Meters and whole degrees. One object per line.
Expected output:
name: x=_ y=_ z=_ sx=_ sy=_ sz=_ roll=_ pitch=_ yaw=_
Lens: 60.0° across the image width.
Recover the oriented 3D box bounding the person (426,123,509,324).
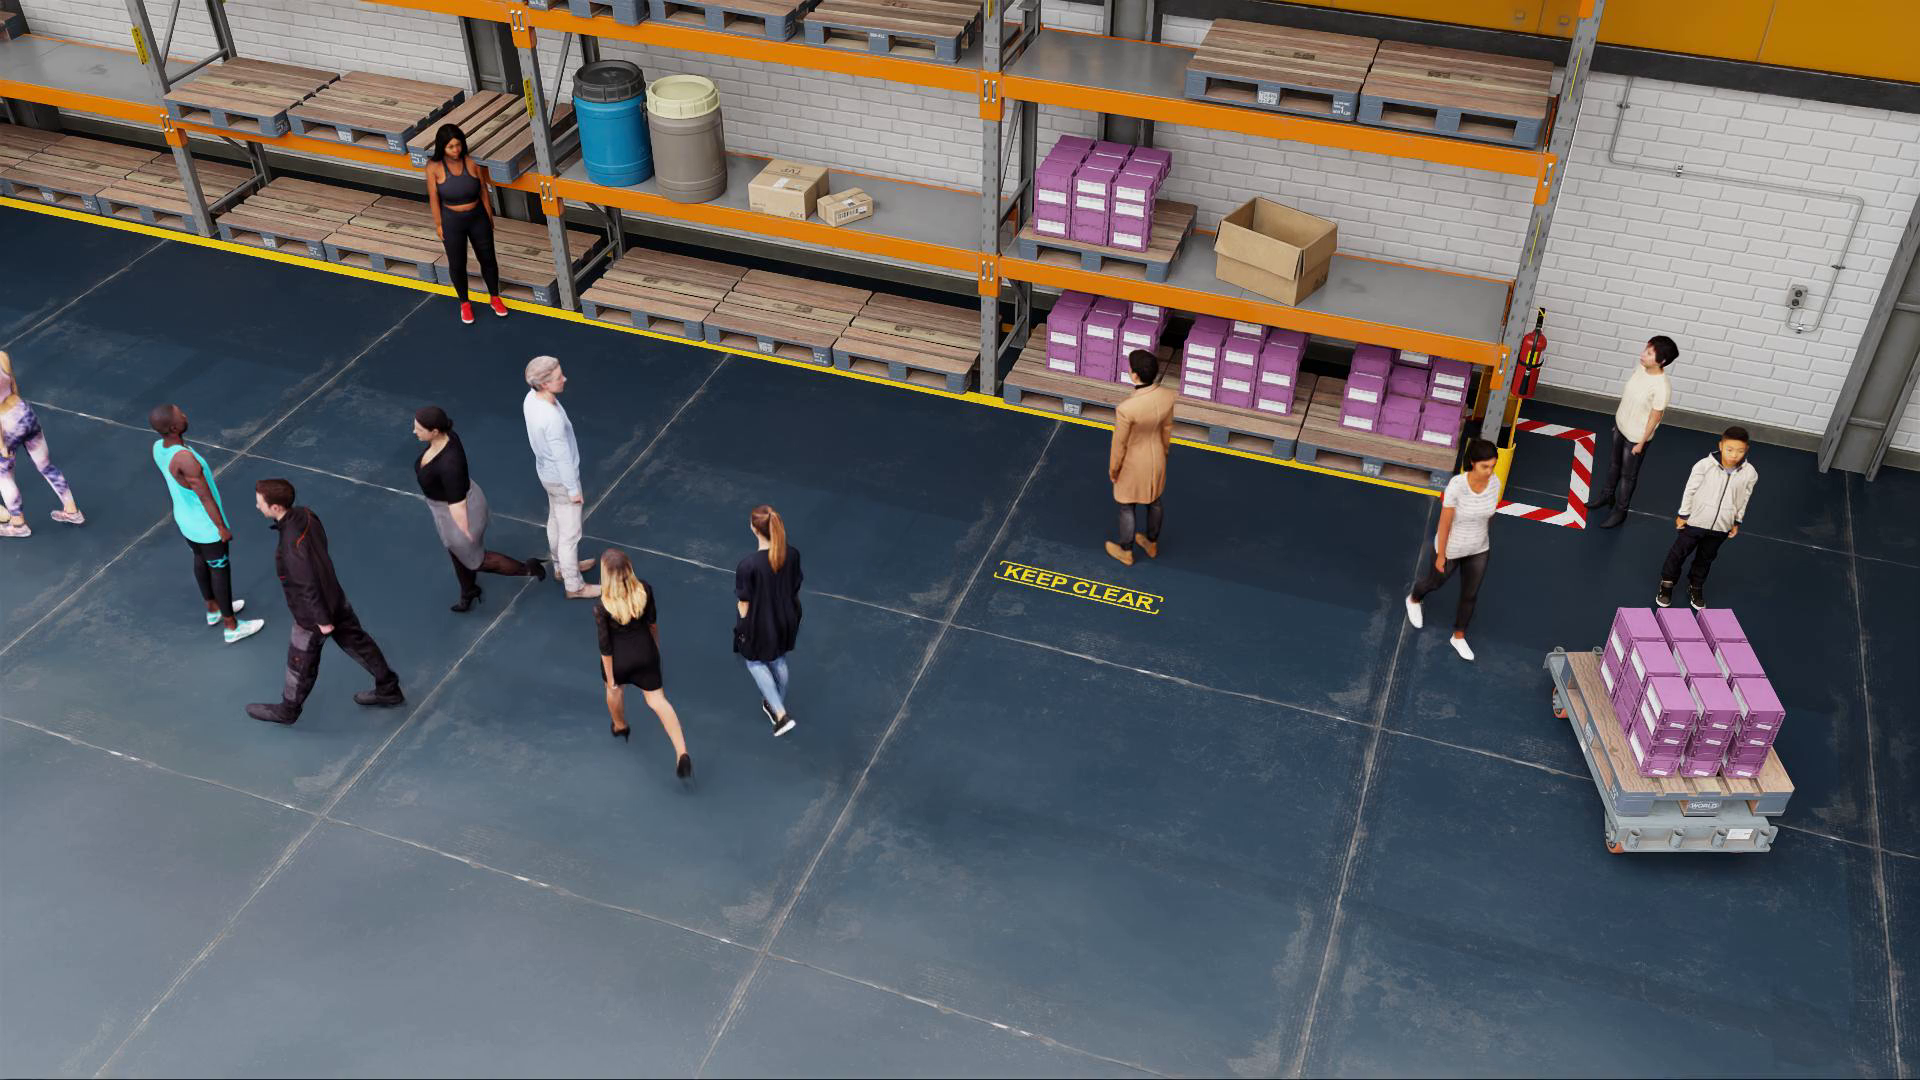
person: x=-4.288 y=-2.764 z=14.389 sx=0.767 sy=1.815 sz=0.827 roll=-16 pitch=41 yaw=-19

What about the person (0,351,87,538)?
person: x=-6.737 y=-0.788 z=11.962 sx=0.840 sy=1.756 sz=0.674 roll=6 pitch=39 yaw=7

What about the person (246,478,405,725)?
person: x=-3.927 y=0.409 z=10.381 sx=1.275 sy=1.858 sz=1.037 roll=-4 pitch=39 yaw=-5

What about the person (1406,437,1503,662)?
person: x=3.292 y=0.000 z=11.073 sx=0.915 sy=1.633 sz=0.910 roll=-9 pitch=39 yaw=-11

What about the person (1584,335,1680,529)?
person: x=4.908 y=-0.797 z=12.109 sx=0.636 sy=1.587 sz=0.656 roll=-4 pitch=39 yaw=-6

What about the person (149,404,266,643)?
person: x=-5.071 y=-0.116 z=11.082 sx=0.595 sy=1.804 sz=0.724 roll=29 pitch=47 yaw=32

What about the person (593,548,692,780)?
person: x=-1.935 y=0.784 z=10.083 sx=0.924 sy=1.643 sz=1.133 roll=-27 pitch=46 yaw=-29

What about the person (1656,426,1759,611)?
person: x=5.142 y=-0.165 z=11.423 sx=0.519 sy=1.455 sz=0.682 roll=5 pitch=39 yaw=7

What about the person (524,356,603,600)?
person: x=-2.749 y=-0.437 z=11.416 sx=0.799 sy=1.890 sz=0.740 roll=-16 pitch=41 yaw=-19

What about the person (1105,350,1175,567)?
person: x=1.278 y=-0.568 z=11.713 sx=0.765 sy=1.722 sz=0.815 roll=-20 pitch=43 yaw=-23

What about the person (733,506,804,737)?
person: x=-1.129 y=0.561 z=10.340 sx=0.865 sy=1.672 sz=0.935 roll=-26 pitch=45 yaw=-29

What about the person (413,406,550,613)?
person: x=-3.278 y=-0.191 z=11.229 sx=1.069 sy=1.736 sz=0.988 roll=-14 pitch=41 yaw=-17
